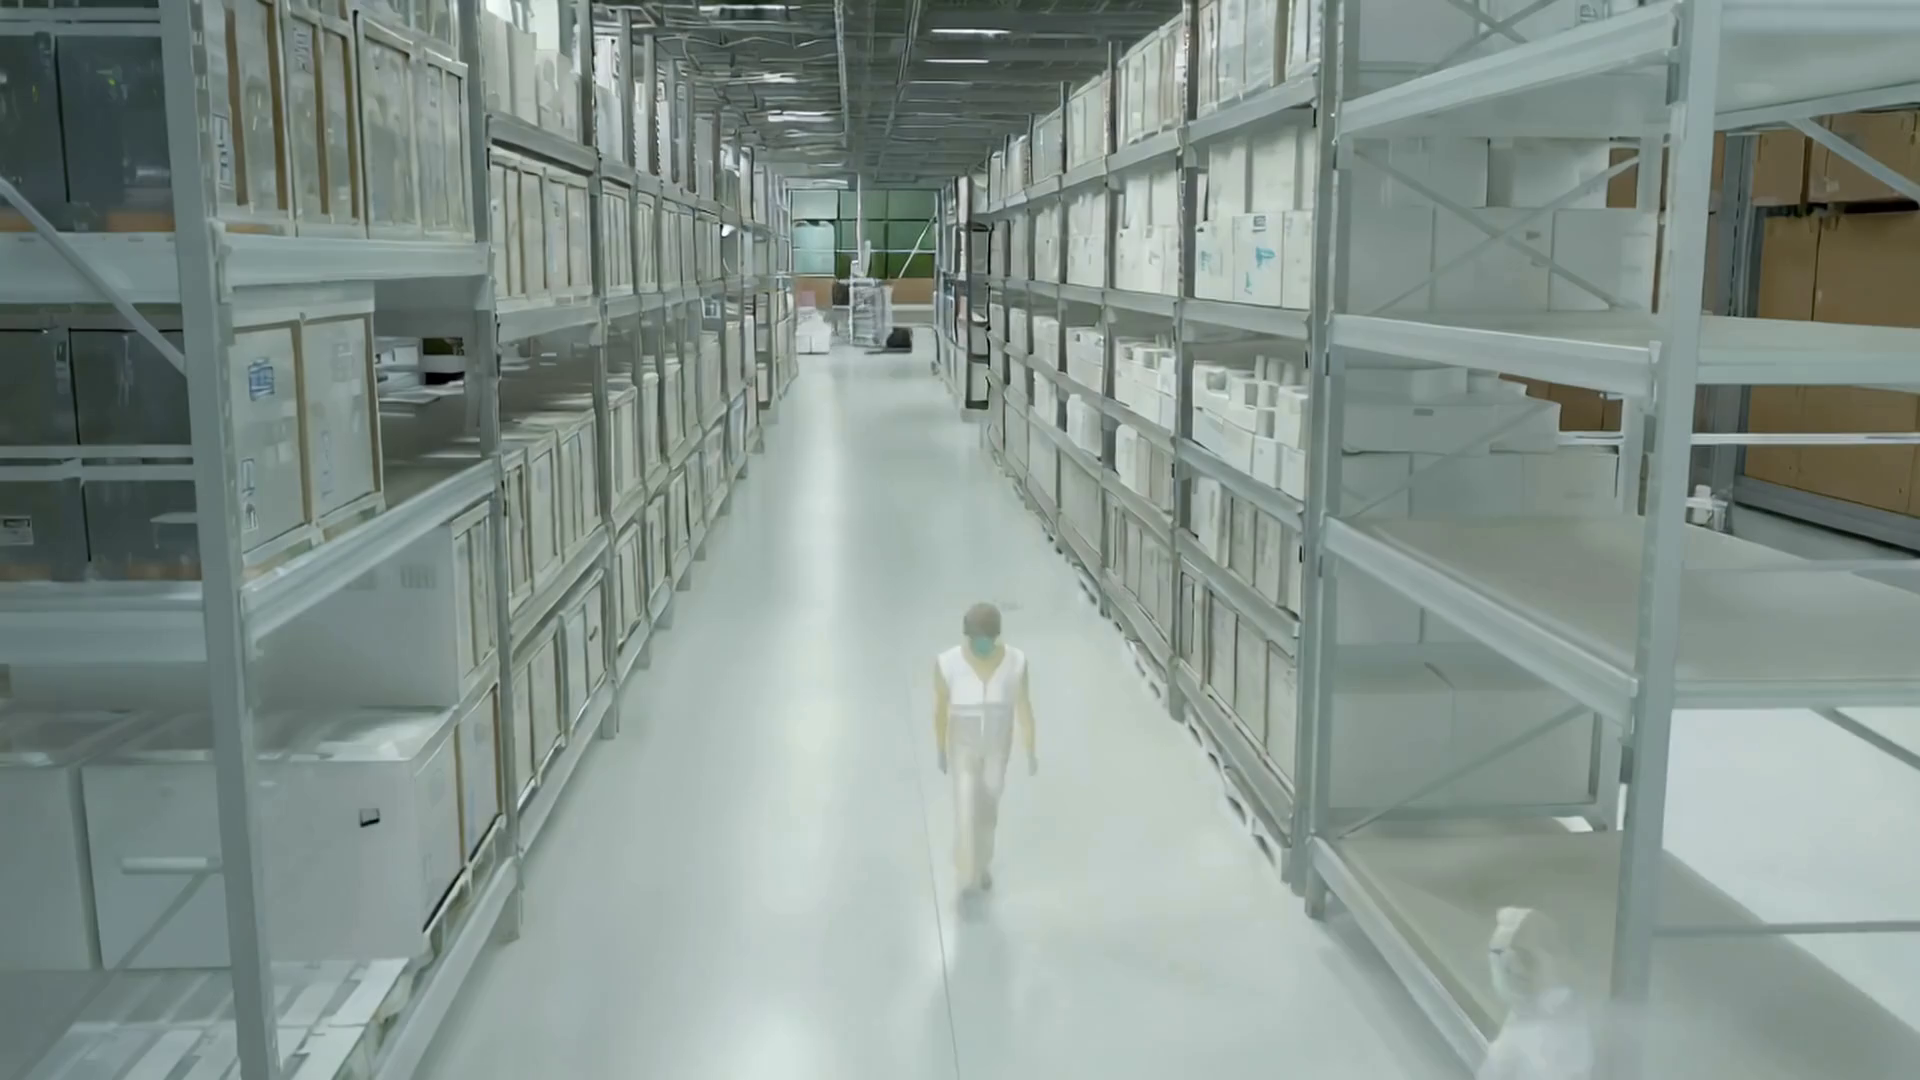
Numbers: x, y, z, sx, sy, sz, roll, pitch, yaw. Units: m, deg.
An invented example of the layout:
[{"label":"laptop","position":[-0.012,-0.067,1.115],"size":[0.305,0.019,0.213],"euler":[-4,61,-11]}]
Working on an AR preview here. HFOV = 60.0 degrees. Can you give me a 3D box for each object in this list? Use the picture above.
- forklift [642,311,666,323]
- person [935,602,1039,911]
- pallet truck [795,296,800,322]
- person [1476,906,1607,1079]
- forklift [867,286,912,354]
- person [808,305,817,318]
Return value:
[{"label":"forklift","position":[-9.897,-6.529,53.467],"size":[1.129,2.768,1.873],"euler":[-1,10,-4]},{"label":"person","position":[0.171,1.284,9.979],"size":[0.585,1.813,0.840],"euler":[-2,10,-13]},{"label":"pallet truck","position":[-8.622,-12.439,91.403],"size":[1.885,1.965,0.823],"euler":[2,10,13]},{"label":"person","position":[1.725,2.061,5.112],"size":[0.429,1.884,0.751],"euler":[6,11,31]},{"label":"forklift","position":[-2.934,-9.122,68.957],"size":[1.873,2.768,1.129],"euler":[-1,10,-3]},{"label":"person","position":[-6.402,-9.284,72.737],"size":[0.544,1.939,0.354],"euler":[9,13,43]}]
